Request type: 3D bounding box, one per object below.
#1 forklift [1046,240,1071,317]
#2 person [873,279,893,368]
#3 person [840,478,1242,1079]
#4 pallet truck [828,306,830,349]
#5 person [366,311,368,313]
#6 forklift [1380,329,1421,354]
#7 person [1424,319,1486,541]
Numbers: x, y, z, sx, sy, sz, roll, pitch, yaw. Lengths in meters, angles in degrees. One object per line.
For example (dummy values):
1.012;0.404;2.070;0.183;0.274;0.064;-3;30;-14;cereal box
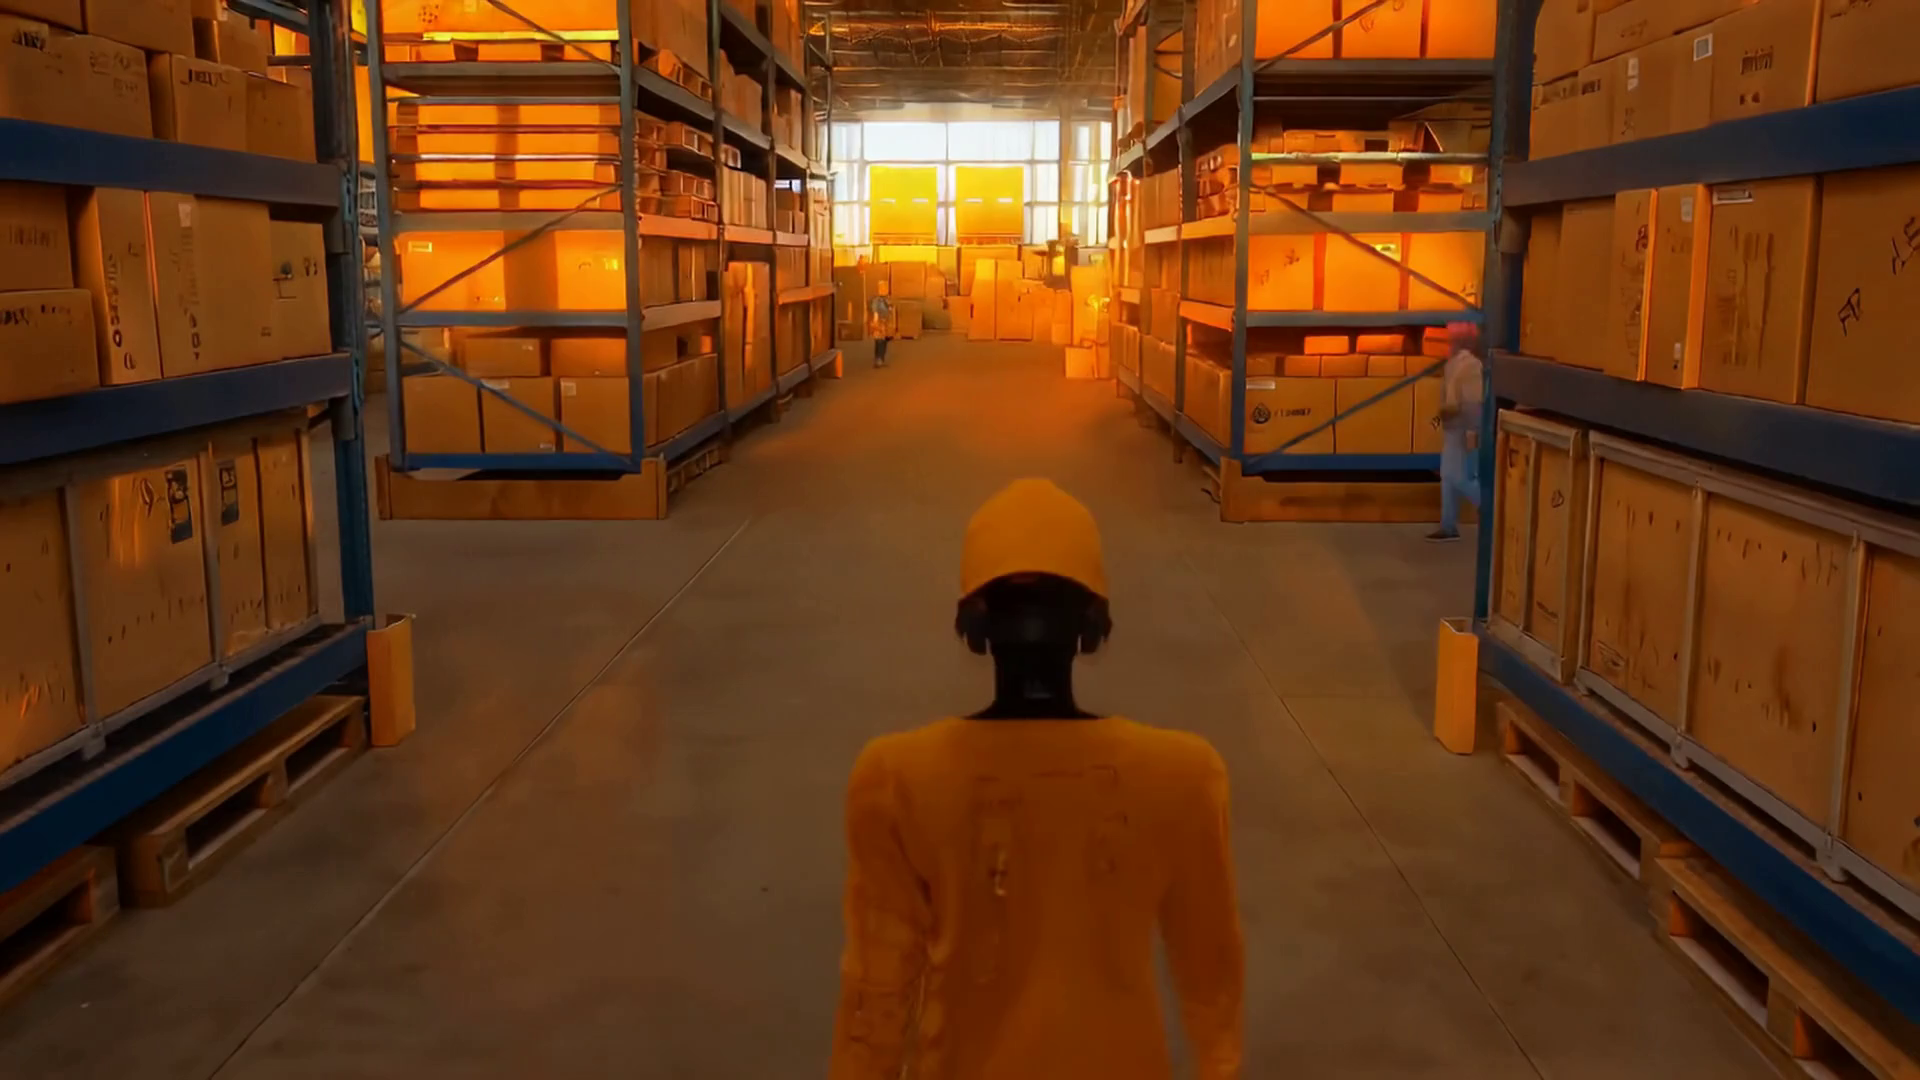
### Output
3.557;-9.445;60.139;1.129;2.768;1.873;-7;12;-38;forklift
-1.485;-4.153;31.968;0.316;1.700;0.541;4;10;24;person
0.122;0.777;2.361;0.537;1.723;0.882;2;10;10;person
-3.100;-3.940;29.800;1.885;1.965;0.823;3;10;19;pallet truck
-24.181;-10.130;66.884;0.613;1.995;0.390;4;10;25;person
6.562;-3.778;26.194;1.129;2.768;1.873;0;9;1;forklift
3.690;-0.776;11.999;0.519;1.625;0.516;-1;10;-8;person
